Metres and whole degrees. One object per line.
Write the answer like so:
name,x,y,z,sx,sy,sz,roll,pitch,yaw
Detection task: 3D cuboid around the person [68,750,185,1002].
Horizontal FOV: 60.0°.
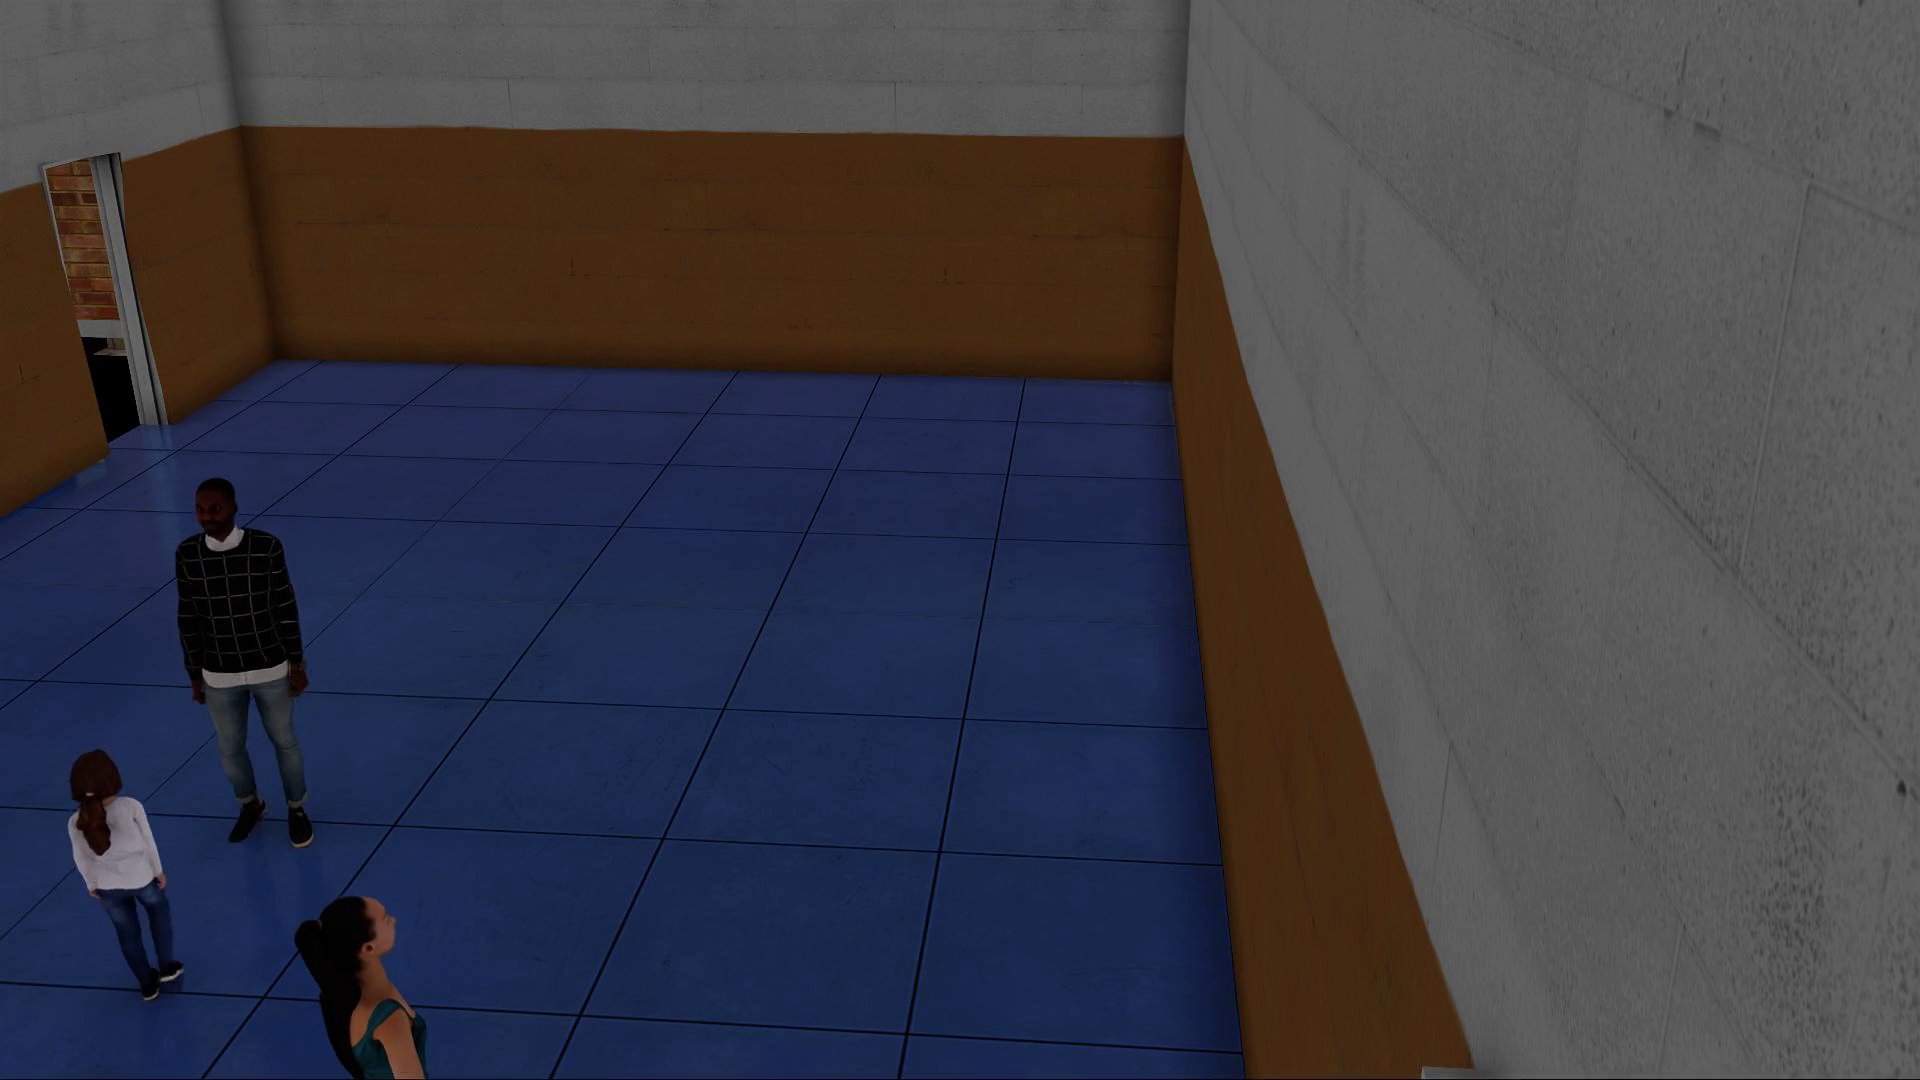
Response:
person,-3.352,1.369,6.656,0.519,1.101,0.597,-8,23,-19

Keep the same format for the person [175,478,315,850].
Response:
person,-3.304,0.547,7.703,0.684,1.847,0.818,-5,22,-13

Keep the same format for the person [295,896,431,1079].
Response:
person,-1.660,1.764,4.894,0.611,1.683,0.687,20,29,41
